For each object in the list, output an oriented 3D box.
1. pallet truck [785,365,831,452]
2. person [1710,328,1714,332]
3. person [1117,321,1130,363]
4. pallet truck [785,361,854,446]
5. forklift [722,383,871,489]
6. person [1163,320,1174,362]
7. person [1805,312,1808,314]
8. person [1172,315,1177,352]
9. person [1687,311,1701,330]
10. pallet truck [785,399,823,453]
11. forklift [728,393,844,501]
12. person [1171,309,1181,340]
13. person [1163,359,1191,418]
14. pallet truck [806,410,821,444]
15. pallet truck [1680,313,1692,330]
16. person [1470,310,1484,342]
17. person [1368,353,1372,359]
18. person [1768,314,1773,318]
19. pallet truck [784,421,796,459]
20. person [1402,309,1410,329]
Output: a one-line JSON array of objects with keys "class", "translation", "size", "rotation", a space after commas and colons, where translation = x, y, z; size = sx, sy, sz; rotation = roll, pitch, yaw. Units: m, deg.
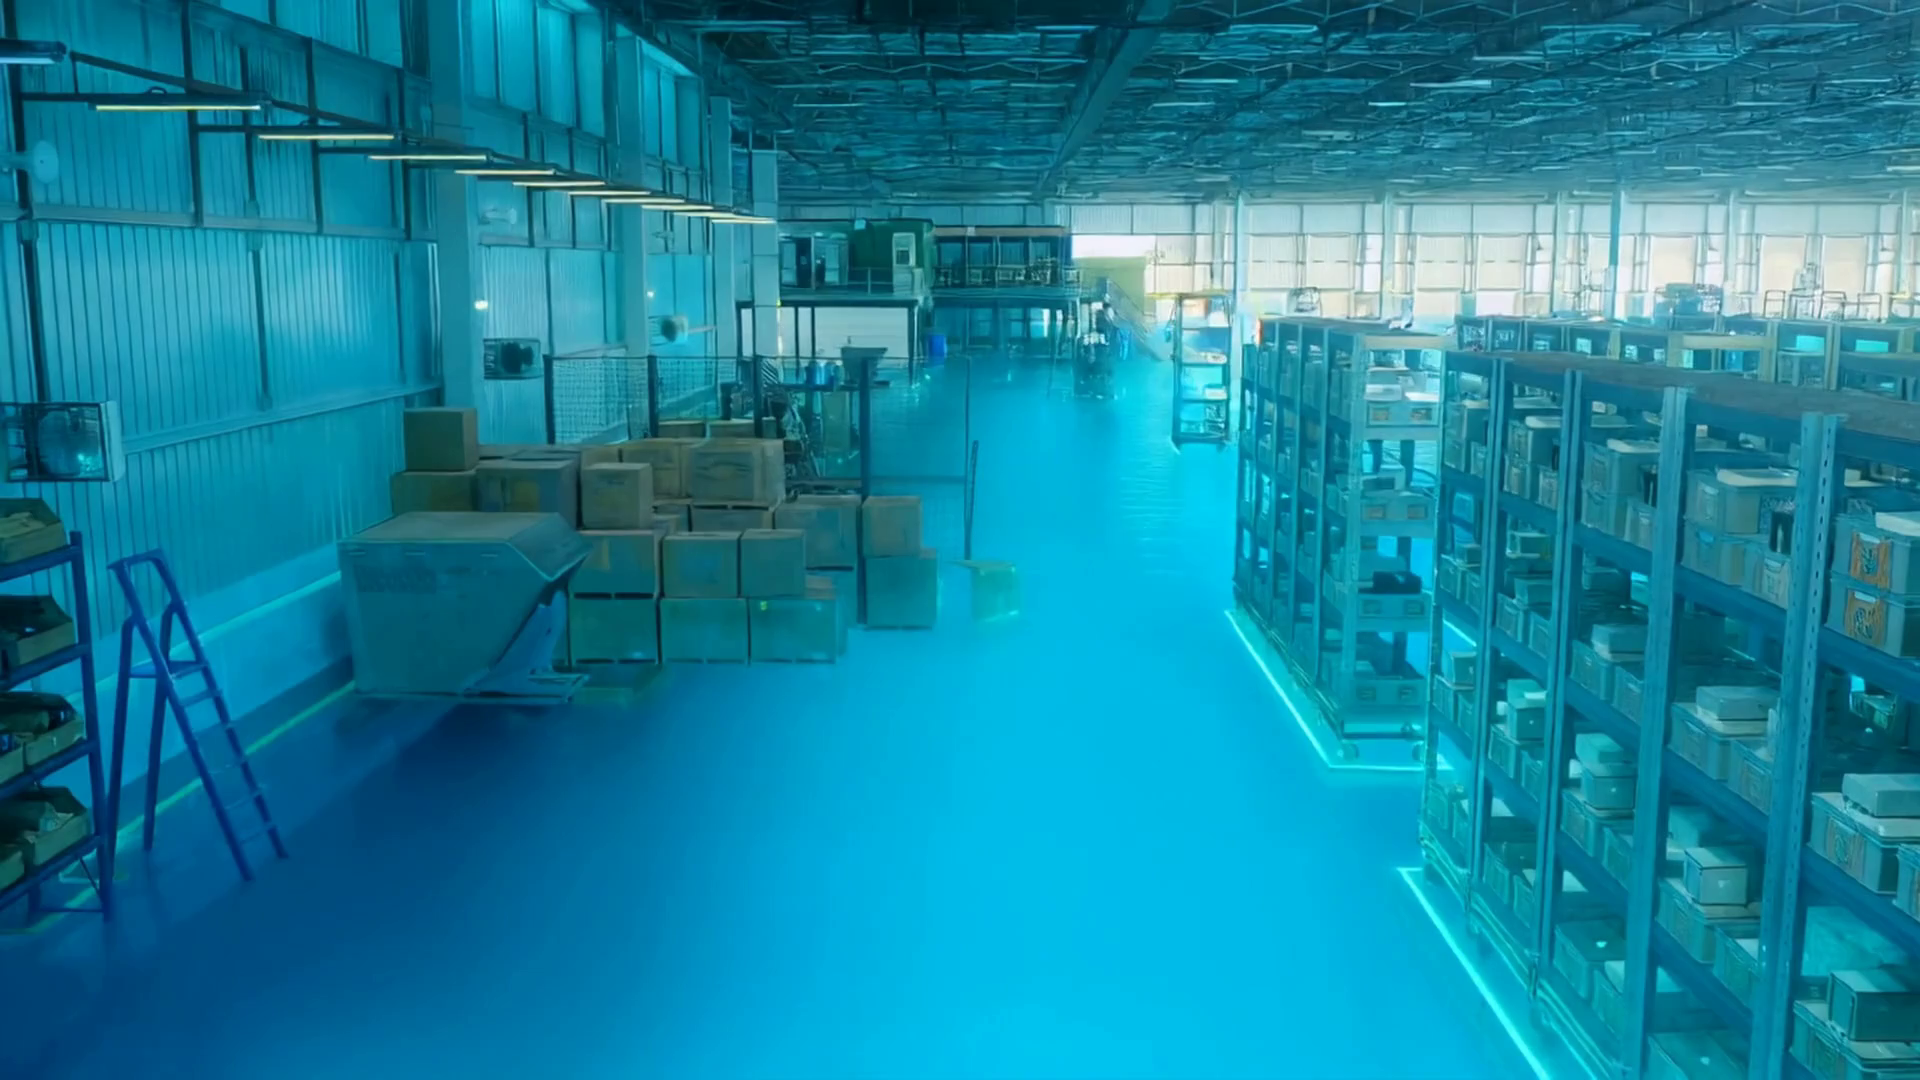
[{"class": "pallet truck", "translation": [-3.774, -2.976, 37.635], "size": [1.885, 1.965, 0.823], "rotation": [1, 9, 5]}, {"class": "person", "translation": [33.391, -8.811, 73.855], "size": [0.390, 1.926, 0.546], "rotation": [1, 9, 6]}, {"class": "person", "translation": [7.327, -8.872, 74.444], "size": [0.591, 1.854, 0.754], "rotation": [2, 9, 11]}, {"class": "pallet truck", "translation": [-3.410, -3.193, 38.978], "size": [1.885, 1.965, 0.823], "rotation": [0, 9, -1]}, {"class": "forklift", "translation": [-2.893, -1.687, 28.729], "size": [2.680, 1.987, 1.157], "rotation": [0, 9, -1]}, {"class": "person", "translation": [9.388, -8.957, 74.856], "size": [0.594, 1.899, 0.692], "rotation": [8, 12, 42]}, {"class": "person", "translation": [44.823, -11.145, 88.243], "size": [0.365, 1.931, 0.631], "rotation": [2, 9, 12]}, {"class": "person", "translation": [10.854, -10.432, 83.987], "size": [0.575, 1.883, 0.355], "rotation": [-3, 10, -20]}, {"class": "person", "translation": [38.214, -10.913, 86.465], "size": [0.971, 2.000, 0.683], "rotation": [-5, 10, -26]}, {"class": "pallet truck", "translation": [-3.814, -2.432, 36.419], "size": [1.630, 1.274, 0.653], "rotation": [0, 9, 1]}, {"class": "forklift", "translation": [-2.979, -1.316, 26.476], "size": [2.680, 1.987, 1.157], "rotation": [0, 9, 1]}, {"class": "person", "translation": [12.570, -12.560, 97.154], "size": [0.976, 1.878, 0.596], "rotation": [-2, 10, -15]}, {"class": "person", "translation": [6.018, -4.401, 46.400], "size": [0.930, 1.994, 0.718], "rotation": [-8, 12, -41]}, {"class": "pallet truck", "translation": [-3.559, -2.018, 33.905], "size": [1.522, 1.261, 0.704], "rotation": [0, 9, -1]}, {"class": "pallet truck", "translation": [36.315, -10.531, 84.244], "size": [0.823, 1.965, 1.885], "rotation": [-6, 11, -33]}, {"class": "person", "translation": [29.897, -12.389, 96.260], "size": [0.992, 1.814, 0.539], "rotation": [0, 9, 1]}, {"class": "person", "translation": [12.997, -5.230, 52.107], "size": [0.403, 1.820, 0.594], "rotation": [-3, 10, -18]}, {"class": "person", "translation": [42.918, -11.094, 88.203], "size": [0.429, 1.839, 0.634], "rotation": [2, 9, 13]}, {"class": "pallet truck", "translation": [-4.013, -1.793, 32.705], "size": [1.601, 1.201, 0.680], "rotation": [0, 9, 1]}, {"class": "person", "translation": [25.269, -12.129, 94.348], "size": [0.586, 1.918, 0.395], "rotation": [-6, 11, -31]}]
